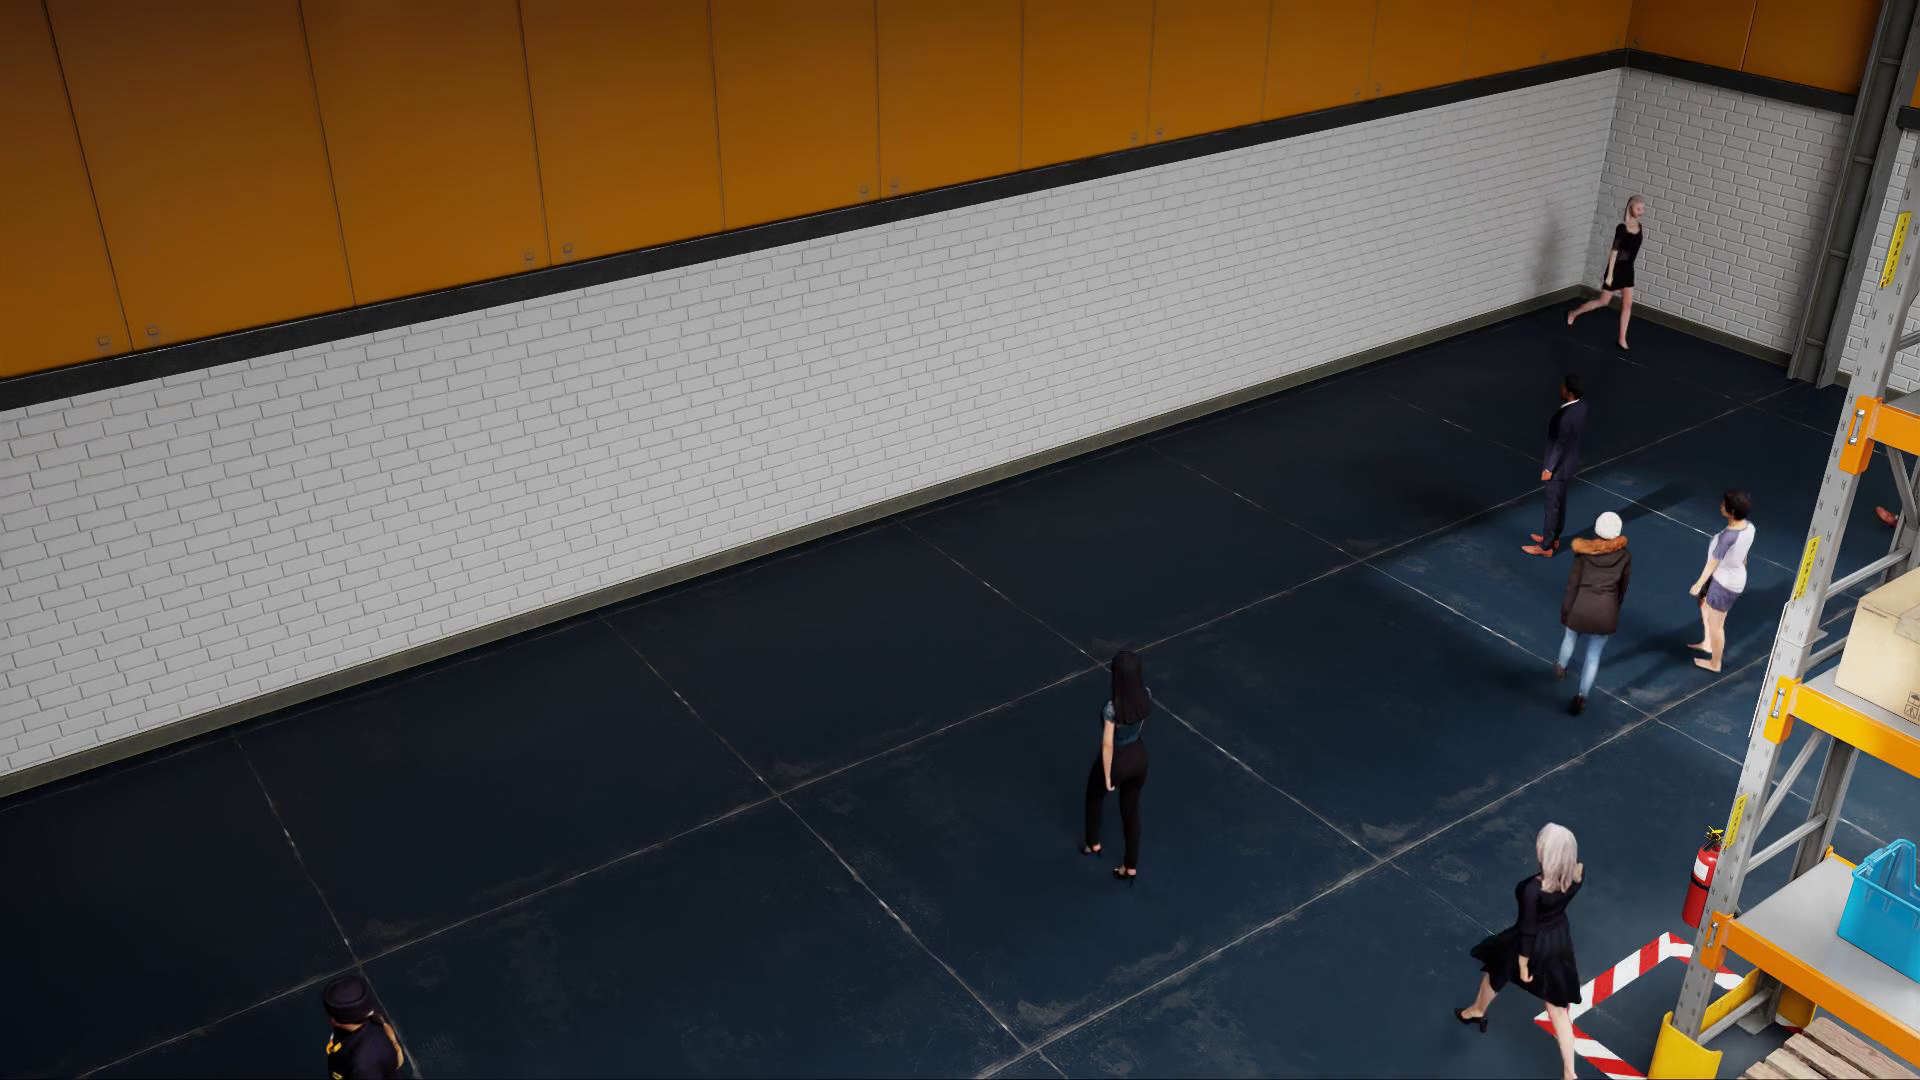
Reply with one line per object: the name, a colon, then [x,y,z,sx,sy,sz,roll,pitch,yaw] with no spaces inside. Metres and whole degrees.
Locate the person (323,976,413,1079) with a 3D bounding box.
person: [-2.894,2.846,8.315,0.817,1.671,0.664,-9,30,-16]

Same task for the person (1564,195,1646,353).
person: [7.440,-3.070,19.027,0.660,1.799,1.115,-22,35,-34]

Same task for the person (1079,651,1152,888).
person: [1.097,1.504,10.725,0.594,1.719,0.760,-16,32,-27]

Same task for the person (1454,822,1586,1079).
person: [3.268,2.342,9.214,0.721,1.694,1.214,-13,31,-22]

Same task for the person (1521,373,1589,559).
person: [5.308,-0.662,14.688,0.653,1.727,0.693,19,34,31]

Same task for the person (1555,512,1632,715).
person: [4.773,0.577,12.540,0.968,1.607,1.003,8,30,15]

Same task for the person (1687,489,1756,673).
person: [6.059,0.346,13.023,0.629,1.552,0.605,26,38,38]
